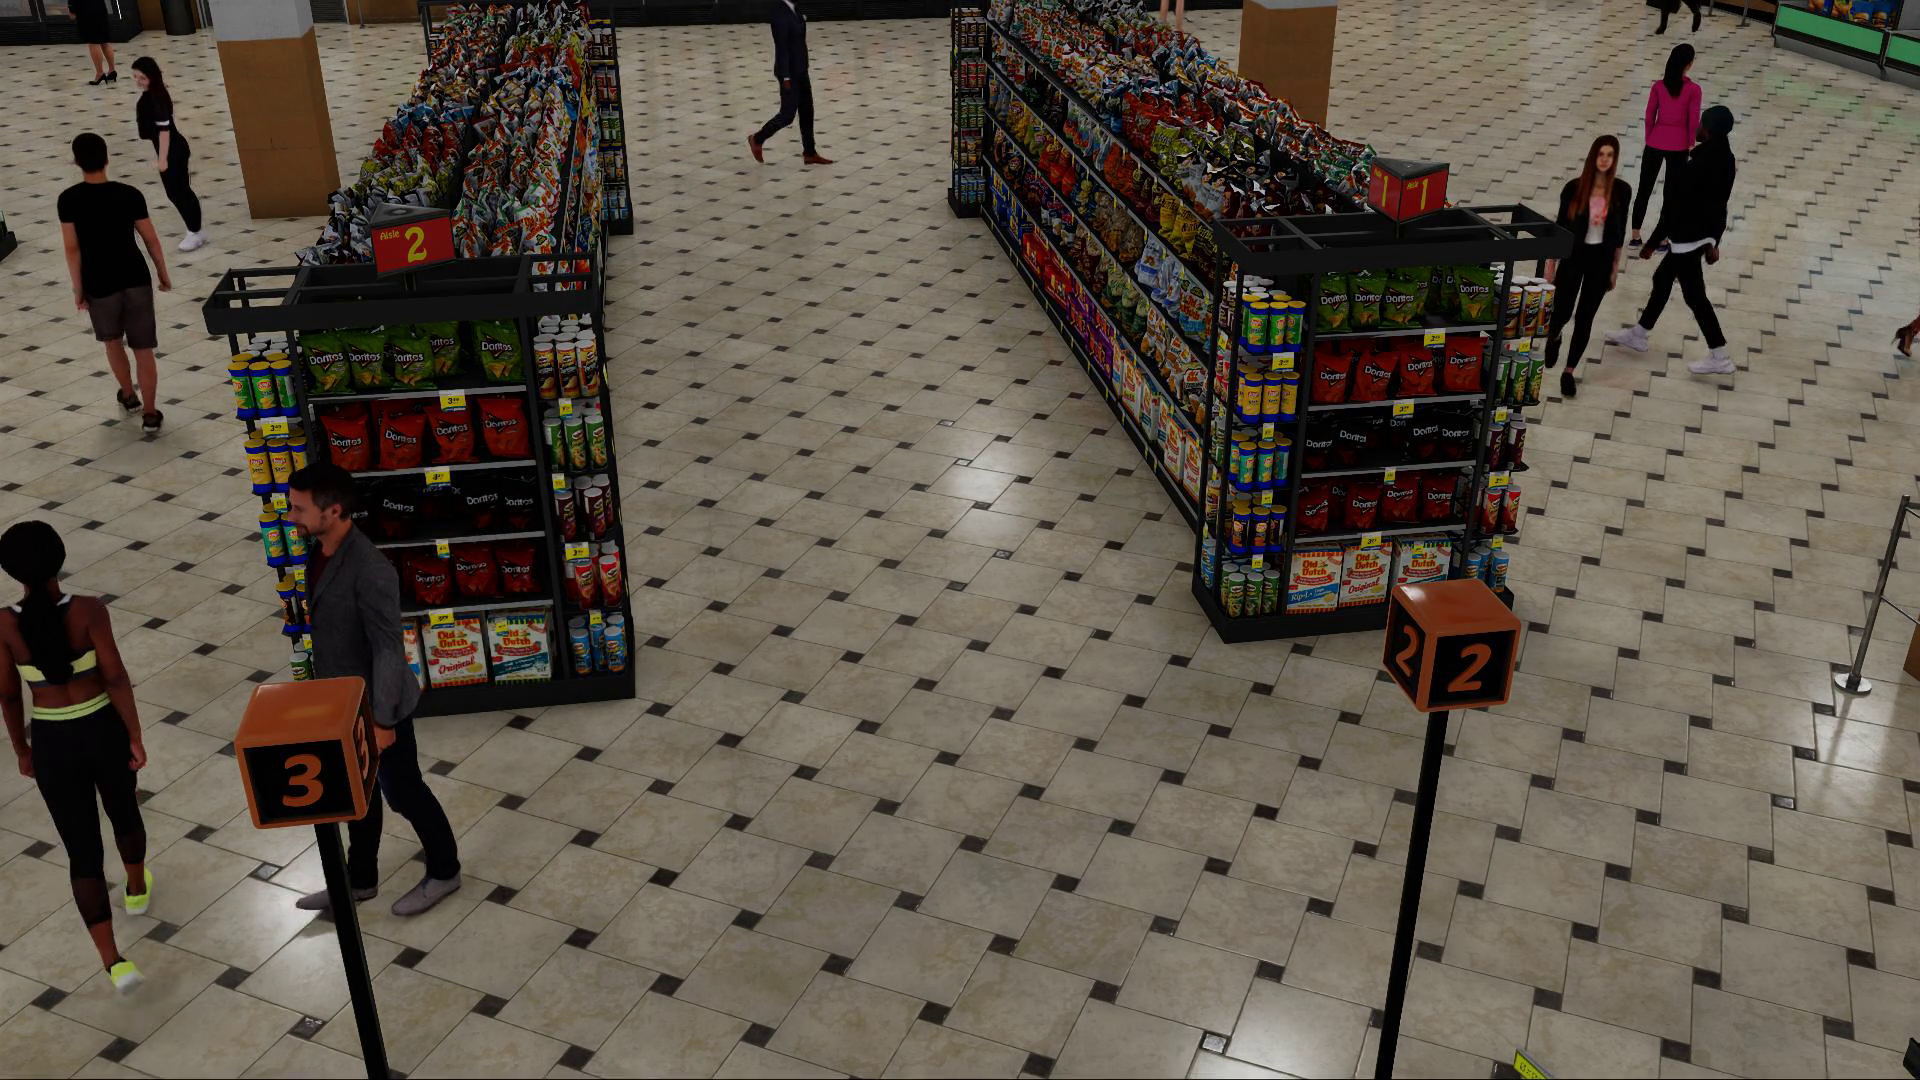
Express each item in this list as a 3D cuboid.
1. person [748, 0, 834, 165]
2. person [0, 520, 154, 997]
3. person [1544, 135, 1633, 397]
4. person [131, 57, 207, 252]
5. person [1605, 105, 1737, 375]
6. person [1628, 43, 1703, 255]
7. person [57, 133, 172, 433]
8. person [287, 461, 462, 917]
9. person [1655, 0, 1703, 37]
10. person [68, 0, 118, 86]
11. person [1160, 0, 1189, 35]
[{"bbox_3d":[-1.713,-4.542,16.212,0.974,1.800,1.103,4,27,7],"label":"person"},{"bbox_3d":[-3.051,0.789,5.788,0.773,1.720,1.181,-12,29,-23],"label":"person"},{"bbox_3d":[4.129,-1.837,10.988,0.774,1.700,0.913,6,27,11],"label":"person"},{"bbox_3d":[-6.548,-3.234,13.844,0.869,1.608,0.624,-6,28,-12],"label":"person"},{"bbox_3d":[4.981,-1.957,11.142,1.121,1.774,1.327,-22,34,-37],"label":"person"},{"bbox_3d":[5.833,-3.229,13.735,0.683,1.698,0.754,21,34,36],"label":"person"},{"bbox_3d":[-5.194,-1.544,10.253,0.866,1.841,1.019,-13,30,-23],"label":"person"},{"bbox_3d":[-2.132,0.551,6.090,0.957,1.871,0.906,-23,35,-37],"label":"person"},{"bbox_3d":[9.750,-7.648,22.315,0.654,1.818,1.022,-4,27,-8],"label":"person"},{"bbox_3d":[-10.362,-6.288,19.801,0.857,1.667,0.742,9,28,17],"label":"person"},{"bbox_3d":[2.944,-7.829,22.797,0.664,1.705,0.722,17,32,30],"label":"person"}]
